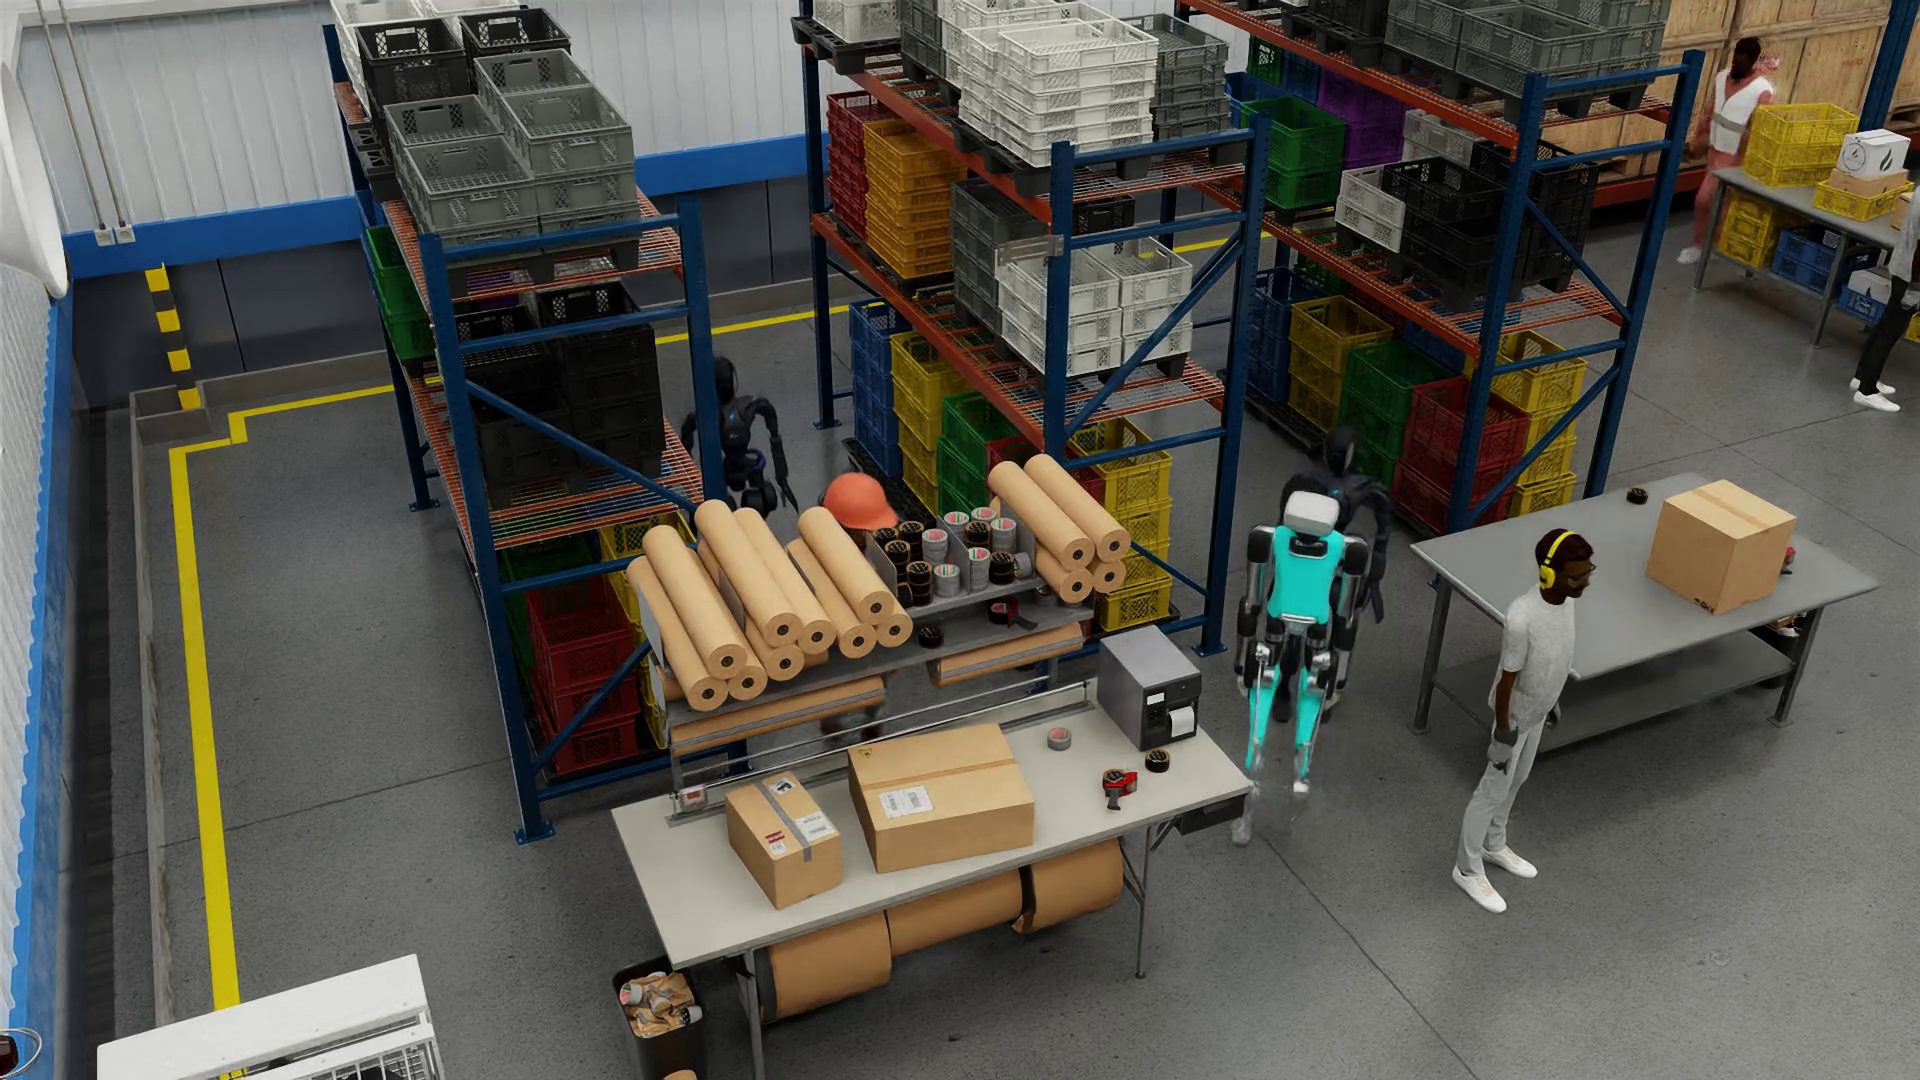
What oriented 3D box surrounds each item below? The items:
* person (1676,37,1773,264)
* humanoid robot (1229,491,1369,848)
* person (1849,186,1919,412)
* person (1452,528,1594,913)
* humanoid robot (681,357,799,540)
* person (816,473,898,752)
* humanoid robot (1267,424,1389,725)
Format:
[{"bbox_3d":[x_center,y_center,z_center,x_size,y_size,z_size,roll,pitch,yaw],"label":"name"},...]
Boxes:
[{"bbox_3d":[6.182,-3.149,13.541,0.624,1.880,0.685,-7,32,-11],"label":"person"},{"bbox_3d":[1.473,0.729,7.473,0.535,1.856,0.747,7,32,11],"label":"humanoid robot"},{"bbox_3d":[6.506,-1.801,11.370,0.309,1.868,0.529,12,34,18],"label":"person"},{"bbox_3d":[2.460,0.766,7.198,0.328,1.873,0.516,27,41,36],"label":"person"},{"bbox_3d":[-1.179,-0.249,9.072,0.614,1.626,0.752,-12,34,-18],"label":"humanoid robot"},{"bbox_3d":[-0.453,0.593,7.326,0.401,2.038,0.608,13,34,20],"label":"person"},{"bbox_3d":[1.846,0.192,8.314,0.589,1.655,0.360,8,32,13],"label":"humanoid robot"}]
